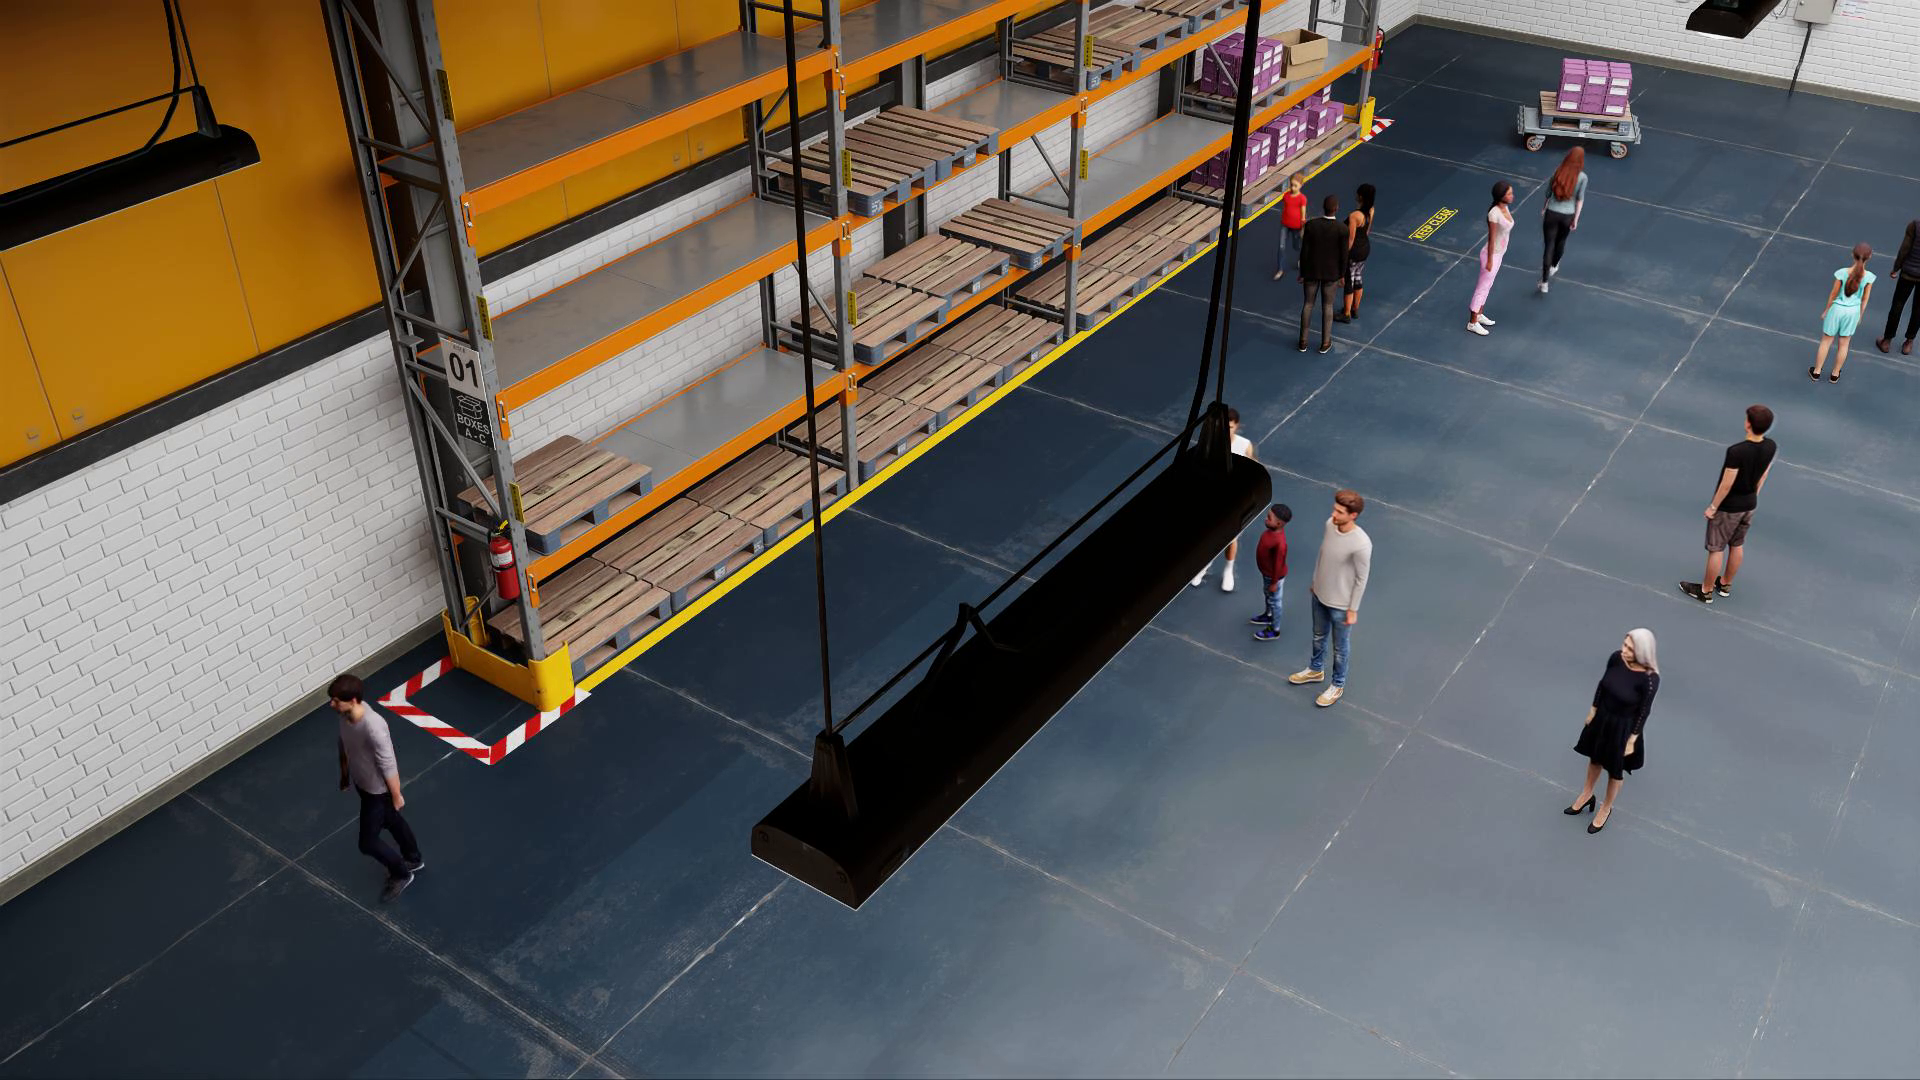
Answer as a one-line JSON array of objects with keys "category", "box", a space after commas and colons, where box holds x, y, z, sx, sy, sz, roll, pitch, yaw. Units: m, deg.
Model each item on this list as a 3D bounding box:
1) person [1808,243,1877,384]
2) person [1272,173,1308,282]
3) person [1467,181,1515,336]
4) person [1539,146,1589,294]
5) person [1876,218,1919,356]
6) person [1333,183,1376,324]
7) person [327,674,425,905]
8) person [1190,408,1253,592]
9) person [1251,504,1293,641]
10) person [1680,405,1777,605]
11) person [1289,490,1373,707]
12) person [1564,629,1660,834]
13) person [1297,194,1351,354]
[{"category": "person", "box": [9.342, -2.407, 17.577, 0.600, 1.558, 0.613, 12, 36, 18]}, {"category": "person", "box": [4.002, -3.770, 19.873, 0.485, 1.287, 0.859, 21, 39, 28]}, {"category": "person", "box": [5.932, -3.168, 18.557, 0.647, 1.741, 0.468, 18, 38, 25]}, {"category": "person", "box": [6.973, -3.711, 19.409, 0.786, 1.702, 1.164, 12, 36, 18]}, {"category": "person", "box": [10.422, -2.904, 18.076, 0.763, 1.835, 0.681, 10, 35, 14]}, {"category": "person", "box": [4.468, -3.253, 18.759, 0.660, 1.660, 0.483, 27, 42, 34]}, {"category": "person", "box": [-3.887, 1.608, 11.291, 0.761, 1.830, 0.744, -24, 41, -32]}, {"category": "person", "box": [2.250, -0.379, 14.324, 0.680, 1.782, 0.649, 12, 35, 17]}, {"category": "person", "box": [2.622, 0.244, 13.865, 0.640, 1.253, 0.566, -2, 34, -3]}, {"category": "person", "box": [6.588, -0.308, 14.146, 0.704, 1.861, 0.830, -14, 36, -19]}, {"category": "person", "box": [2.942, 0.430, 12.997, 0.730, 1.903, 0.755, -17, 37, -24]}, {"category": "person", "box": [4.631, 1.341, 11.769, 0.714, 1.746, 0.697, -16, 37, -22]}, {"category": "person", "box": [3.937, -2.899, 18.099, 0.727, 1.800, 0.665, 9, 35, 13]}]
